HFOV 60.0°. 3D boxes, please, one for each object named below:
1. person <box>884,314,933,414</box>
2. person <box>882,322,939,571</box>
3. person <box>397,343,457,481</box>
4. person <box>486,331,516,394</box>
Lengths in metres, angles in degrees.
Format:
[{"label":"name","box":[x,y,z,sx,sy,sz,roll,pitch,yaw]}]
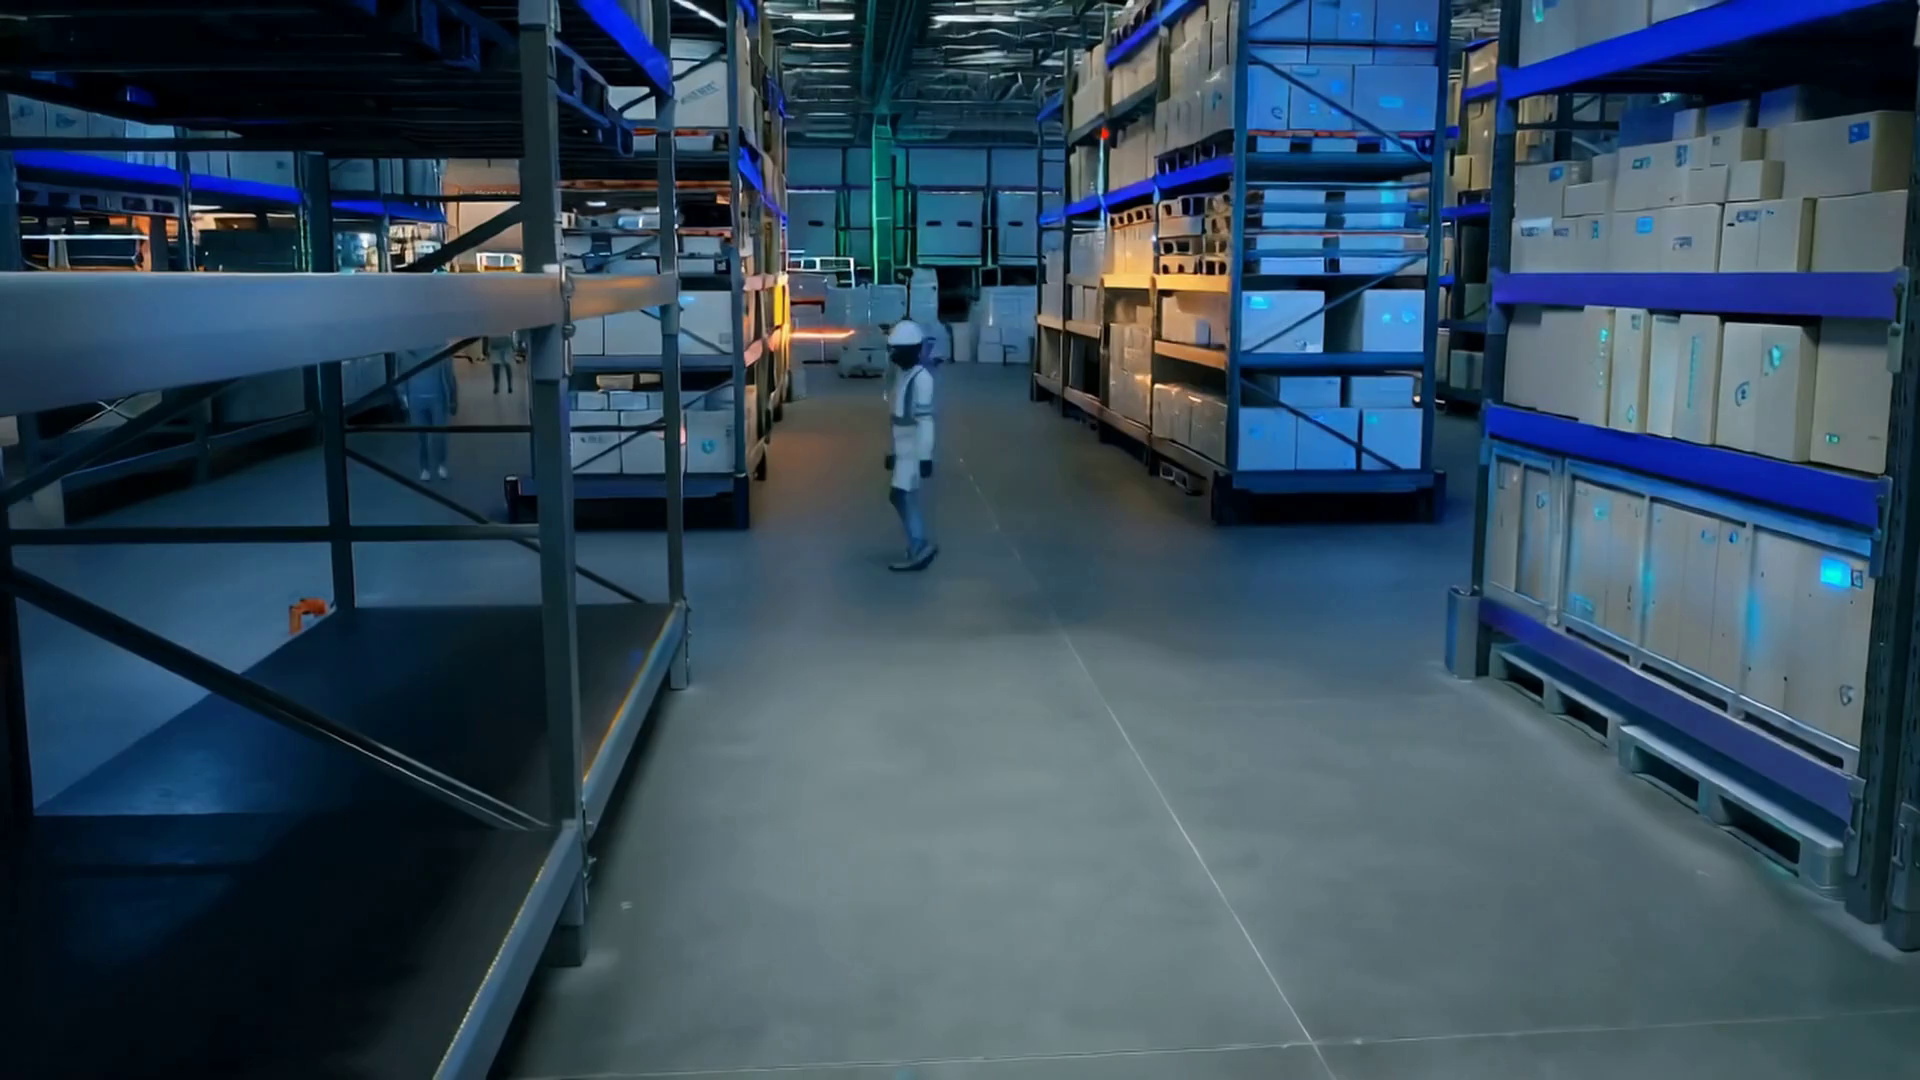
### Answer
[{"label":"person","box":[-0.646,-1.895,21.020,0.630,1.928,0.535,1,9,7]},{"label":"person","box":[-0.437,-0.735,13.419,0.431,2.023,0.631,-3,10,-20]},{"label":"person","box":[-6.212,-1.620,19.408,0.669,1.886,0.516,-3,10,-21]},{"label":"person","box":[-9.273,-3.914,33.588,0.602,1.960,0.368,-4,10,-22]}]
